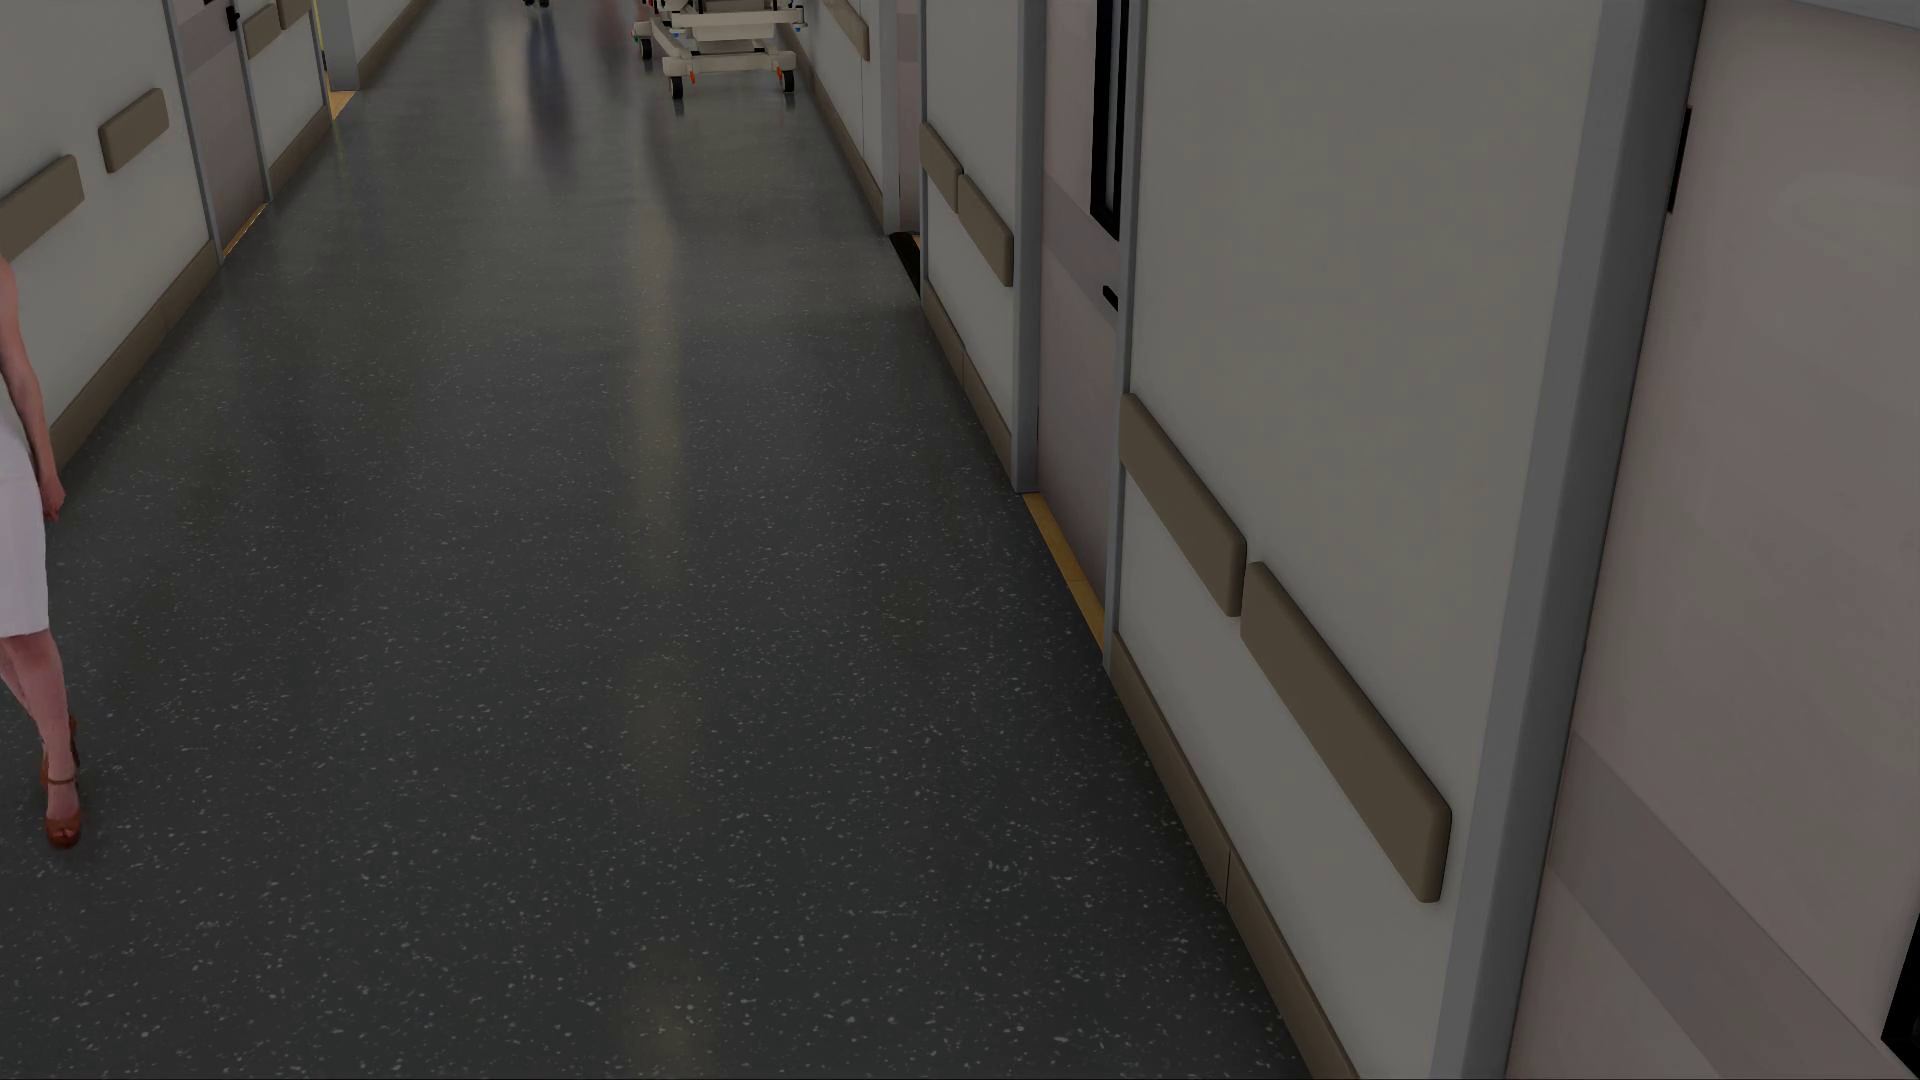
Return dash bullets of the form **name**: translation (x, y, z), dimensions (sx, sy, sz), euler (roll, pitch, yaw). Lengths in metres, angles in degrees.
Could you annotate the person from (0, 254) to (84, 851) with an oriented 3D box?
- **person**: translation (-2.310, -0.134, 3.887), dimensions (0.636, 1.777, 0.660), euler (-6, 26, -13)
